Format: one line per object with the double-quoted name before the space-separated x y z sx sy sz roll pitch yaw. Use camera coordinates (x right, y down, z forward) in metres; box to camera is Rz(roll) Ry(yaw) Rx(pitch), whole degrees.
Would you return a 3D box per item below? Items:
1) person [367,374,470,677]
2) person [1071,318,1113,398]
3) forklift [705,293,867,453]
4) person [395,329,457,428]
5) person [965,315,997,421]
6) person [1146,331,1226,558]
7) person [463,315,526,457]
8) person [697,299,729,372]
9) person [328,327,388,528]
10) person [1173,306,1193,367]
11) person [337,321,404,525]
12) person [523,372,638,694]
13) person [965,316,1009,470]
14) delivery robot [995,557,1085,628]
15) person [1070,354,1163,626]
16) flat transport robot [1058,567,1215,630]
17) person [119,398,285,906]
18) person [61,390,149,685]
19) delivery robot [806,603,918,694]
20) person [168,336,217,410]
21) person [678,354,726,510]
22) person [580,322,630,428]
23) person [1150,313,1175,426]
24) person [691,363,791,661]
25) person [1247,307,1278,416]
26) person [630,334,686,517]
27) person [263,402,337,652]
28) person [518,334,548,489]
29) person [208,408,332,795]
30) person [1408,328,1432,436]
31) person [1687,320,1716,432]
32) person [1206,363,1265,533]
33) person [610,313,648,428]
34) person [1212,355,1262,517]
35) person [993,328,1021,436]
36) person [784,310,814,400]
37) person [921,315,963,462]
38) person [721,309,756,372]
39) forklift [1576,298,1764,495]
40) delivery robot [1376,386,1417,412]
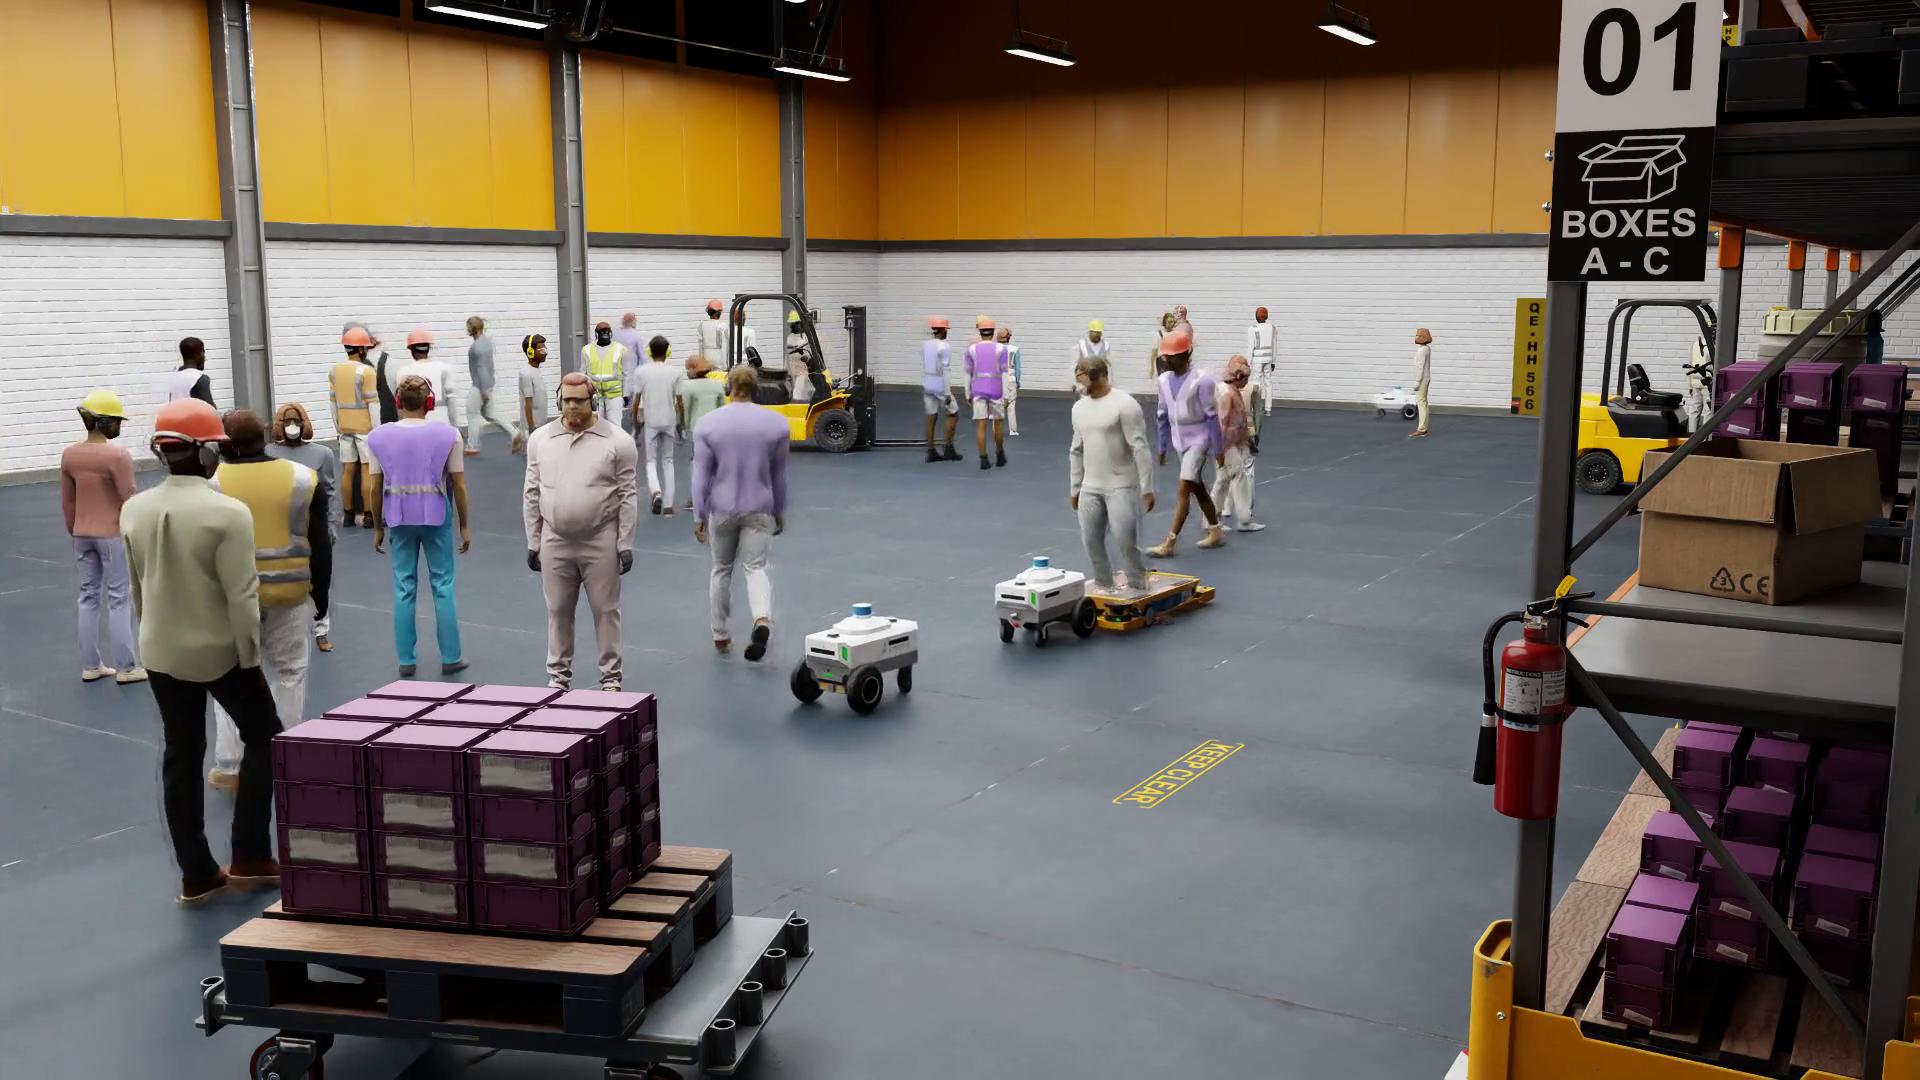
"person" -3.286 -0.079 10.124 0.570 1.843 0.372 -1 9 -9
"person" 1.941 -2.324 24.264 0.595 1.809 0.437 -3 10 -20
"forklift" -2.458 -2.344 23.176 2.313 2.155 1.214 0 9 -2
"person" -5.373 -1.150 16.625 0.564 1.897 0.860 -6 11 -35
"person" 0.361 -2.867 27.817 0.551 1.768 0.330 -1 9 -7
"person" 2.015 -0.846 14.582 1.015 1.969 0.629 -6 11 -34
"person" -6.320 -2.048 22.232 0.871 1.916 0.641 -1 9 -6
"person" -3.995 -2.920 27.230 0.608 2.047 0.366 5 10 26
"person" -5.803 -1.080 16.085 0.551 1.934 0.372 4 10 23
"person" 3.721 -3.013 28.245 0.410 1.909 0.643 4 10 21
"person" -5.816 -1.183 16.406 0.556 2.000 0.858 9 12 43
"person" -2.139 0.012 9.367 0.643 1.908 0.411 0 9 1
"person" 0.362 -1.867 21.052 0.573 1.913 0.764 2 9 10
"delivery robot" 0.536 0.357 11.127 0.477 0.478 0.707 6 11 33
"person" 1.098 -0.347 11.692 0.392 1.901 0.780 -9 13 -43
"flat transport robot" 1.235 0.408 11.980 0.652 0.197 1.431 6 11 33
"person" -2.927 0.427 6.537 0.633 1.974 0.569 2 9 14
"person" -5.114 -0.013 9.984 0.529 1.759 0.335 3 10 18
"delivery robot" -0.556 0.607 9.561 0.477 0.478 0.707 7 11 36
"person" -7.223 -0.960 15.542 0.597 1.880 0.971 9 13 44
"person" -2.678 -1.117 17.302 0.587 1.624 0.383 -6 11 -32
"person" -4.530 -1.852 21.192 0.633 1.845 0.429 0 9 -2
"person" 3.409 -2.741 26.820 0.540 1.814 0.852 -5 10 -27
"person" -1.379 -0.165 10.558 0.641 1.895 0.789 -2 9 -11
"person" 5.189 -3.066 28.652 0.574 1.883 0.356 -4 10 -21
"person" -3.036 -1.135 16.726 0.574 1.842 0.523 -2 9 -12
"person" -4.284 -0.075 10.748 0.499 1.636 0.286 -4 10 -23
"person" -4.125 -1.071 16.239 0.319 1.871 0.532 -1 9 -5
"person" -3.319 0.292 7.881 0.670 1.829 0.429 -5 10 -29
"person" 6.977 -2.386 25.173 0.280 1.636 0.500 4 10 25
"person" 10.417 -2.163 23.189 0.404 1.827 0.589 -3 10 -21
"person" 2.652 -0.869 15.797 0.660 1.608 0.539 2 9 14
"person" -5.212 -2.637 26.104 0.650 1.839 1.063 5 11 30
"person" 2.796 -1.044 16.783 0.514 1.641 0.308 -2 9 -11
"person" 0.663 -2.374 25.101 0.515 1.636 0.314 2 9 15
"person" -2.535 -2.515 25.154 0.871 1.893 0.613 -7 12 -38
"person" -0.205 -1.977 21.724 0.610 1.917 0.559 -8 12 -41
"person" -3.582 -2.803 27.016 0.574 1.881 0.357 1 9 9
"forklift" 7.954 -1.589 18.462 2.313 2.155 1.214 5 11 30
"delivery robot" 7.390 -2.361 28.089 0.707 0.478 0.477 3 10 21
